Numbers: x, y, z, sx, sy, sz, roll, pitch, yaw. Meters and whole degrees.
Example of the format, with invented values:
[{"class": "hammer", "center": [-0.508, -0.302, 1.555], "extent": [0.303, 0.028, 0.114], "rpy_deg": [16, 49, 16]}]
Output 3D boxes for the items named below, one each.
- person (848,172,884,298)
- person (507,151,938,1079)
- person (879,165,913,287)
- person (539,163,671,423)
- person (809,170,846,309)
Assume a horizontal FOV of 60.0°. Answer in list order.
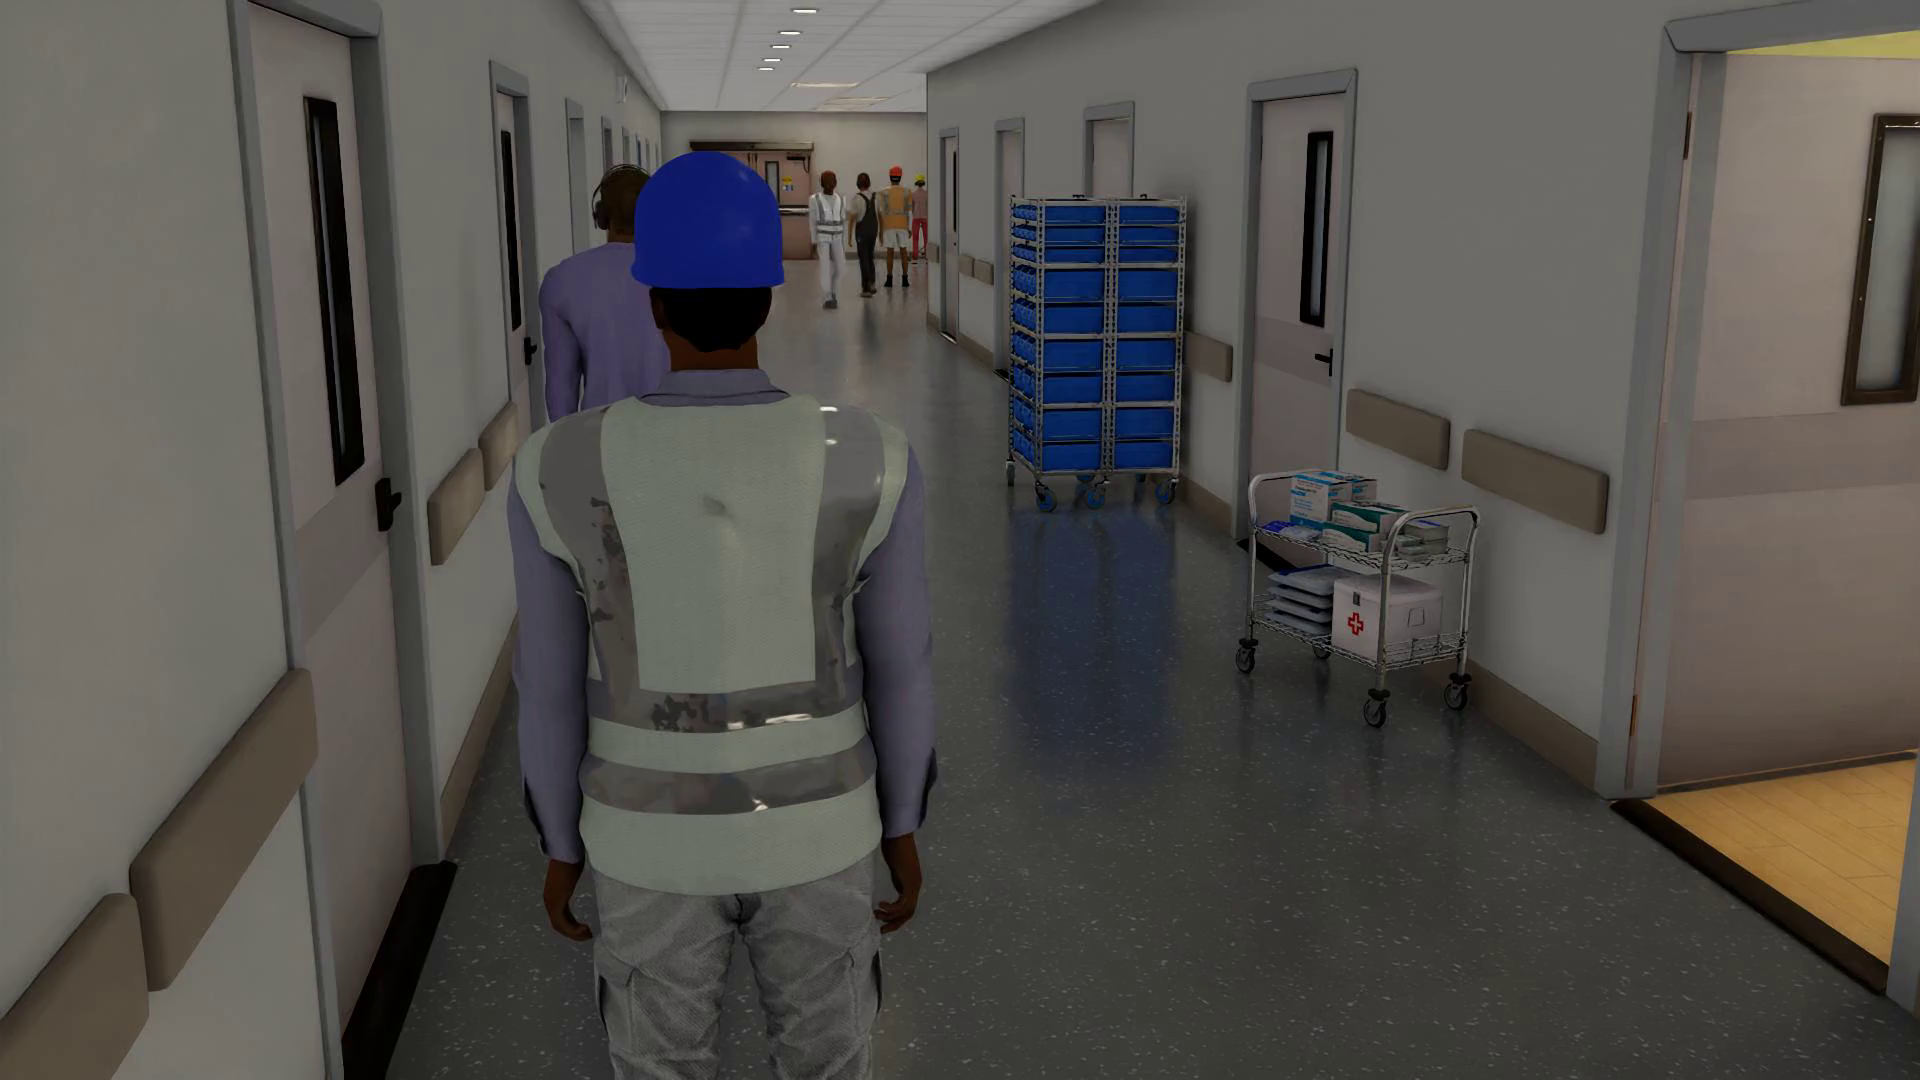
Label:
[{"class": "person", "center": [-1.411, -4.511, 24.641], "extent": [0.547, 1.831, 0.444], "rpy_deg": [-8, 15, -31]}, {"class": "person", "center": [-0.337, 0.422, 2.474], "extent": [0.607, 1.951, 0.380], "rpy_deg": [-2, 13, -8]}, {"class": "person", "center": [-1.035, -5.054, 26.823], "extent": [0.547, 1.938, 0.359], "rpy_deg": [-2, 13, -8]}, {"class": "person", "center": [-1.126, -0.331, 5.845], "extent": [0.631, 1.940, 0.370], "rpy_deg": [-2, 13, -8]}, {"class": "person", "center": [-1.789, -4.081, 22.658], "extent": [0.580, 1.869, 0.443], "rpy_deg": [-7, 15, -29]}]
